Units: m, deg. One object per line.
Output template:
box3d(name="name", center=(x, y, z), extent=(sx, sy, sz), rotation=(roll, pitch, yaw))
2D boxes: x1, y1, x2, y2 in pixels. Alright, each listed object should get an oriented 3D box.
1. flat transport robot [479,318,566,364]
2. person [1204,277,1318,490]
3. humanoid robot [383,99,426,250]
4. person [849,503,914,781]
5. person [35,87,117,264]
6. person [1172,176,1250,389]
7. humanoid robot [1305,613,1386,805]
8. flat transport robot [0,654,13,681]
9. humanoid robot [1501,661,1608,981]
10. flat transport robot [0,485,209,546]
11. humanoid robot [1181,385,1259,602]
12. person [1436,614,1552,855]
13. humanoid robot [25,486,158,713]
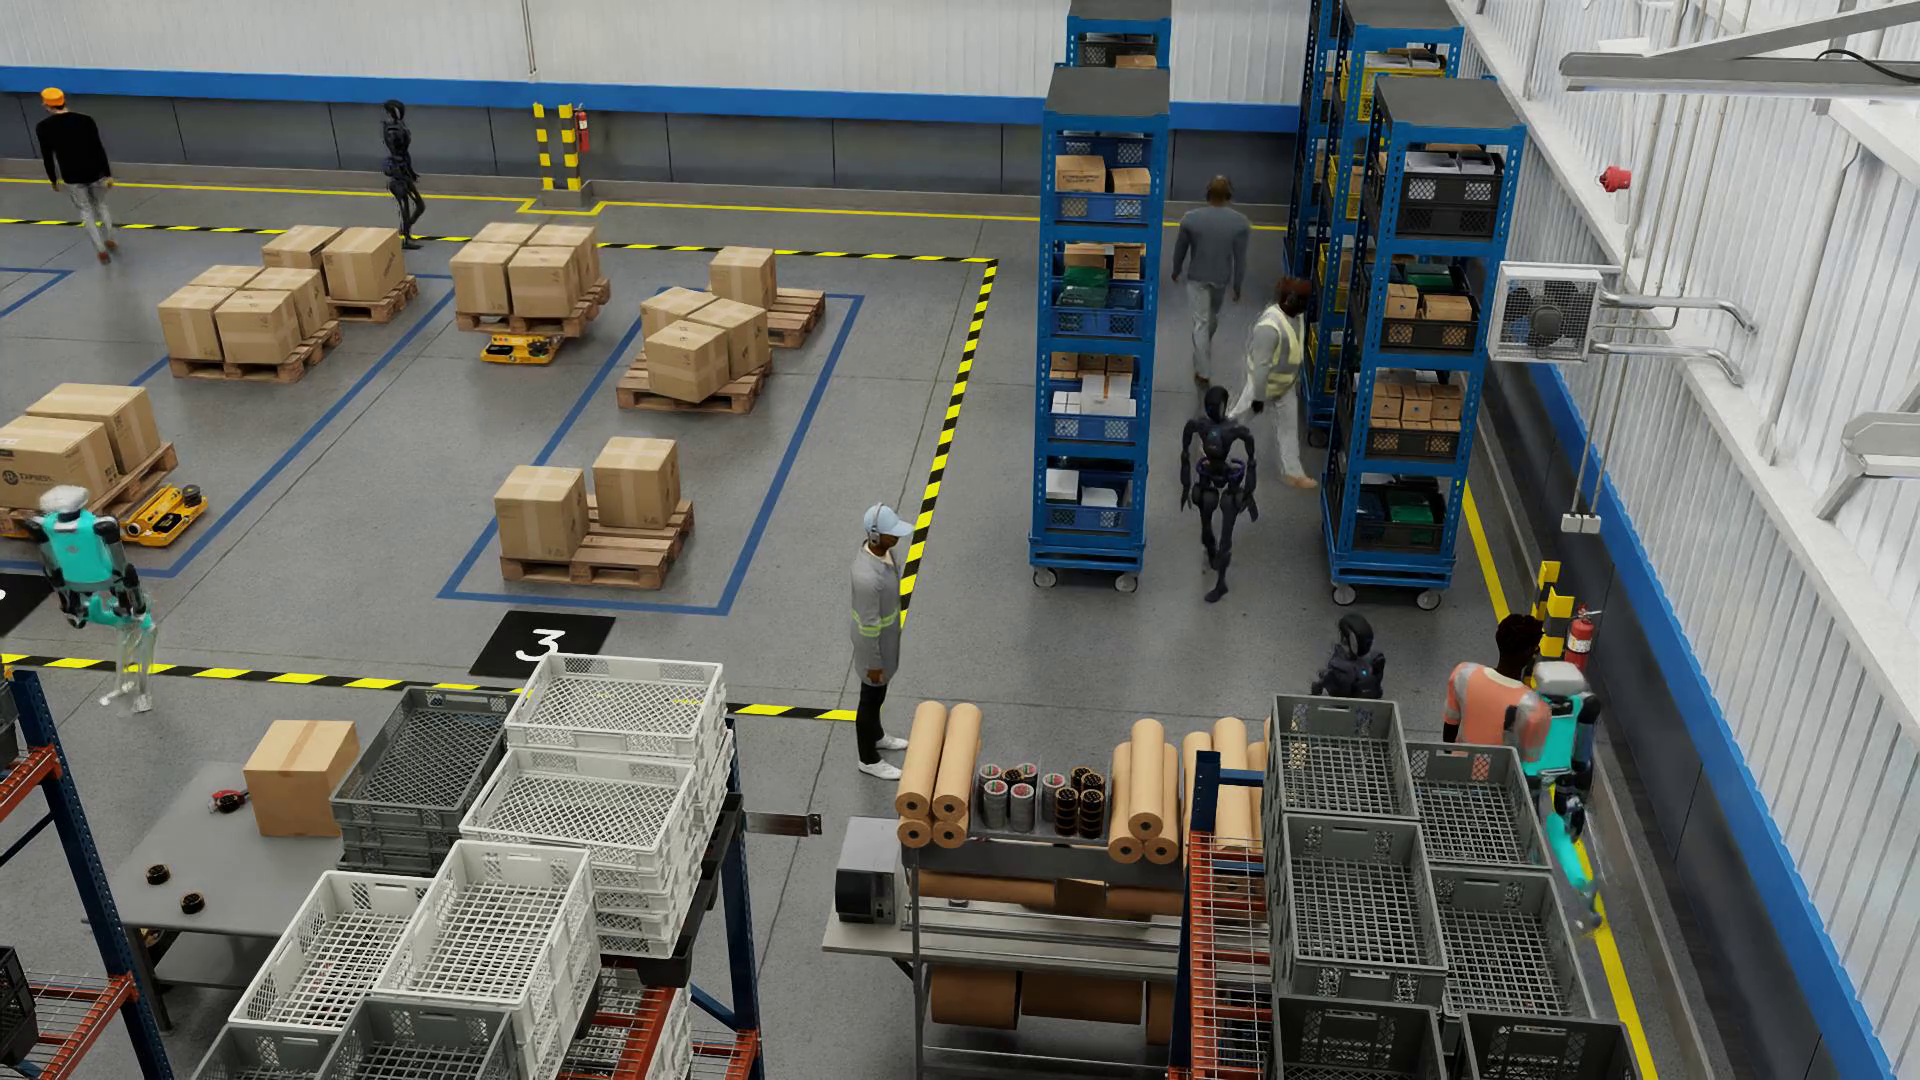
box3d(name="flat transport robot", center=(-4.135, -2.105, 16.262), extent=(0.652, 0.197, 1.431), rotation=(3, 30, 6))
box3d(name="person", center=(2.461, -1.299, 13.405), extent=(0.993, 1.785, 0.671), rotation=(21, 36, 31))
box3d(name="humanoid robot", center=(-6.067, -3.973, 18.097), extent=(0.343, 1.642, 0.608), rotation=(-2, 30, -3))
box3d(name="person", center=(-0.464, 0.595, 10.078), extent=(0.400, 1.851, 0.591), rotation=(4, 30, 6))
box3d(name="person", center=(-9.433, -3.902, 17.813), extent=(0.598, 1.838, 0.708), rotation=(-19, 35, -29))
box3d(name="person", center=(2.270, -2.411, 15.219), extent=(0.644, 1.870, 1.066), rotation=(-3, 30, -5))
box3d(name="humanoid robot", center=(2.155, 1.154, 9.279), extent=(0.600, 1.651, 0.405), rotation=(-18, 35, -27))
box3d(name="flat transport robot", center=(-7.142, 0.969, 11.010), extent=(1.431, 0.231, 0.659), rotation=(3, 30, 6))
box3d(name="humanoid robot", center=(3.059, 1.561, 8.533), extent=(0.534, 1.757, 0.915), rotation=(-4, 30, -7))
box3d(name="flat transport robot", center=(-6.751, -0.237, 13.052), extent=(1.431, 0.197, 0.652), rotation=(3, 30, 6))
box3d(name="humanoid robot", center=(1.896, -0.405, 12.000), extent=(0.603, 1.626, 0.651), rotation=(11, 32, 18))
box3d(name="person", center=(2.823, 1.245, 8.849), extent=(0.367, 1.966, 0.602), rotation=(-23, 37, -34))
box3d(name="humanoid robot", center=(-5.438, 0.331, 10.650), extent=(0.589, 1.755, 0.795), rotation=(-1, 30, -2))
